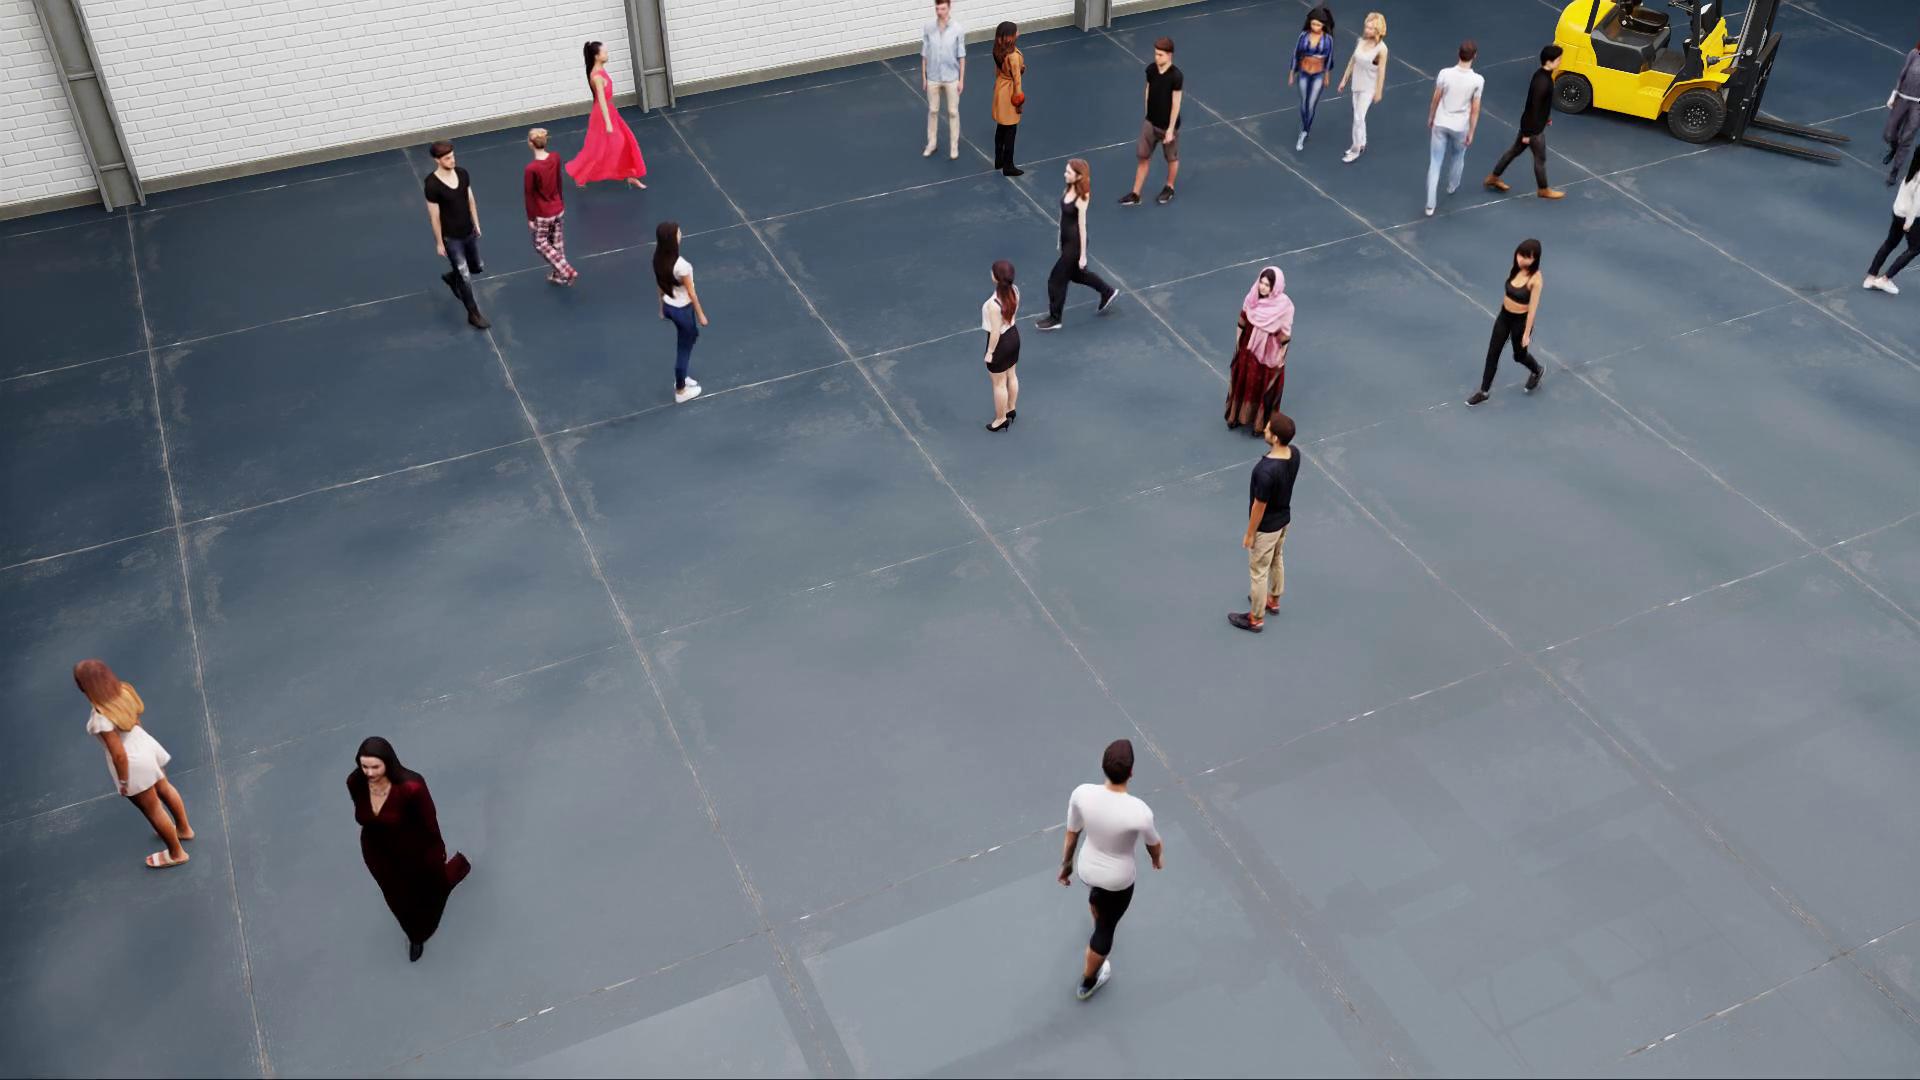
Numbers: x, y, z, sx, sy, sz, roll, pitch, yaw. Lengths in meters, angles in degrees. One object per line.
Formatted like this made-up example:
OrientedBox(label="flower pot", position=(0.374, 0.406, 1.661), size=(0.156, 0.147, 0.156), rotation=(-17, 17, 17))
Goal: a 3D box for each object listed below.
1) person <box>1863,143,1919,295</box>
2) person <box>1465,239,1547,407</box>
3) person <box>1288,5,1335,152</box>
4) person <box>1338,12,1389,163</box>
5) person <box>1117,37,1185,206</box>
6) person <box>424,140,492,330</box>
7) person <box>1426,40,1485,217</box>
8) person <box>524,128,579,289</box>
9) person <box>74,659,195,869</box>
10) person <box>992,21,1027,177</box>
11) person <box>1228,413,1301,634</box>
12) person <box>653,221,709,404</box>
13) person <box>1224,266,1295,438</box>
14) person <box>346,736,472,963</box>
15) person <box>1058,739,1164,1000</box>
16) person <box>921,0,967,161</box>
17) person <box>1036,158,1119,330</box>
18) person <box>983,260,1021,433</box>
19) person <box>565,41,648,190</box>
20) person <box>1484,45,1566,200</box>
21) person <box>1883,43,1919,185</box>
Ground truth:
OrientedBox(label="person", position=(9.136, -3.185, 16.182), size=(0.744, 1.687, 0.718), rotation=(5, 39, 6))
OrientedBox(label="person", position=(4.961, -1.927, 14.663), size=(1.054, 1.617, 0.595), rotation=(-19, 42, -22))
OrientedBox(label="person", position=(4.012, -5.287, 18.888), size=(0.937, 1.595, 1.019), rotation=(16, 41, 19))
OrientedBox(label="person", position=(4.586, -5.092, 18.594), size=(0.661, 1.659, 0.615), rotation=(-17, 42, -20))
OrientedBox(label="person", position=(2.219, -4.453, 17.654), size=(0.923, 1.834, 1.113), rotation=(28, 46, 31))
OrientedBox(label="person", position=(-4.809, -2.910, 15.685), size=(1.007, 1.879, 1.028), rotation=(25, 45, 28))
OrientedBox(label="person", position=(5.132, -4.282, 17.451), size=(1.096, 1.819, 1.143), rotation=(11, 40, 14))
OrientedBox(label="person", position=(-3.965, -3.192, 16.192), size=(0.865, 1.687, 0.826), rotation=(24, 45, 27))
OrientedBox(label="person", position=(-5.176, 1.389, 10.449), size=(0.673, 1.696, 0.651), rotation=(-1, 39, -2))
OrientedBox(label="person", position=(0.529, -4.849, 18.241), size=(0.563, 1.719, 0.672), rotation=(-16, 41, -20))
OrientedBox(label="person", position=(2.285, -0.129, 12.222), size=(0.765, 1.855, 0.634), rotation=(25, 45, 28))
OrientedBox(label="person", position=(-2.528, -1.952, 14.577), size=(0.638, 1.763, 0.645), rotation=(-25, 45, -28))
OrientedBox(label="person", position=(2.591, -1.636, 14.283), size=(0.759, 1.638, 0.775), rotation=(23, 44, 26))
OrientedBox(label="person", position=(-3.298, 1.758, 9.950), size=(0.967, 1.742, 0.981), rotation=(6, 39, 7))
OrientedBox(label="person", position=(0.813, 1.980, 9.606), size=(0.961, 1.823, 1.086), rotation=(22, 43, 25))
OrientedBox(label="person", position=(-0.182, -5.174, 18.545), size=(0.688, 1.847, 0.791), rotation=(7, 39, 8))
OrientedBox(label="person", position=(1.159, -2.799, 15.674), size=(1.119, 1.719, 0.643), rotation=(-13, 40, -16))
OrientedBox(label="person", position=(0.365, -1.669, 14.315), size=(0.694, 1.649, 0.607), rotation=(20, 43, 23))
OrientedBox(label="person", position=(-3.901, -4.487, 17.812), size=(1.174, 1.689, 0.861), rotation=(-1, 39, -2))
OrientedBox(label="person", position=(6.066, -4.465, 17.787), size=(1.173, 1.685, 1.050), rotation=(9, 39, 11))
OrientedBox(label="person", position=(10.379, -4.776, 18.109), size=(0.783, 1.769, 0.819), rotation=(26, 45, 29))
